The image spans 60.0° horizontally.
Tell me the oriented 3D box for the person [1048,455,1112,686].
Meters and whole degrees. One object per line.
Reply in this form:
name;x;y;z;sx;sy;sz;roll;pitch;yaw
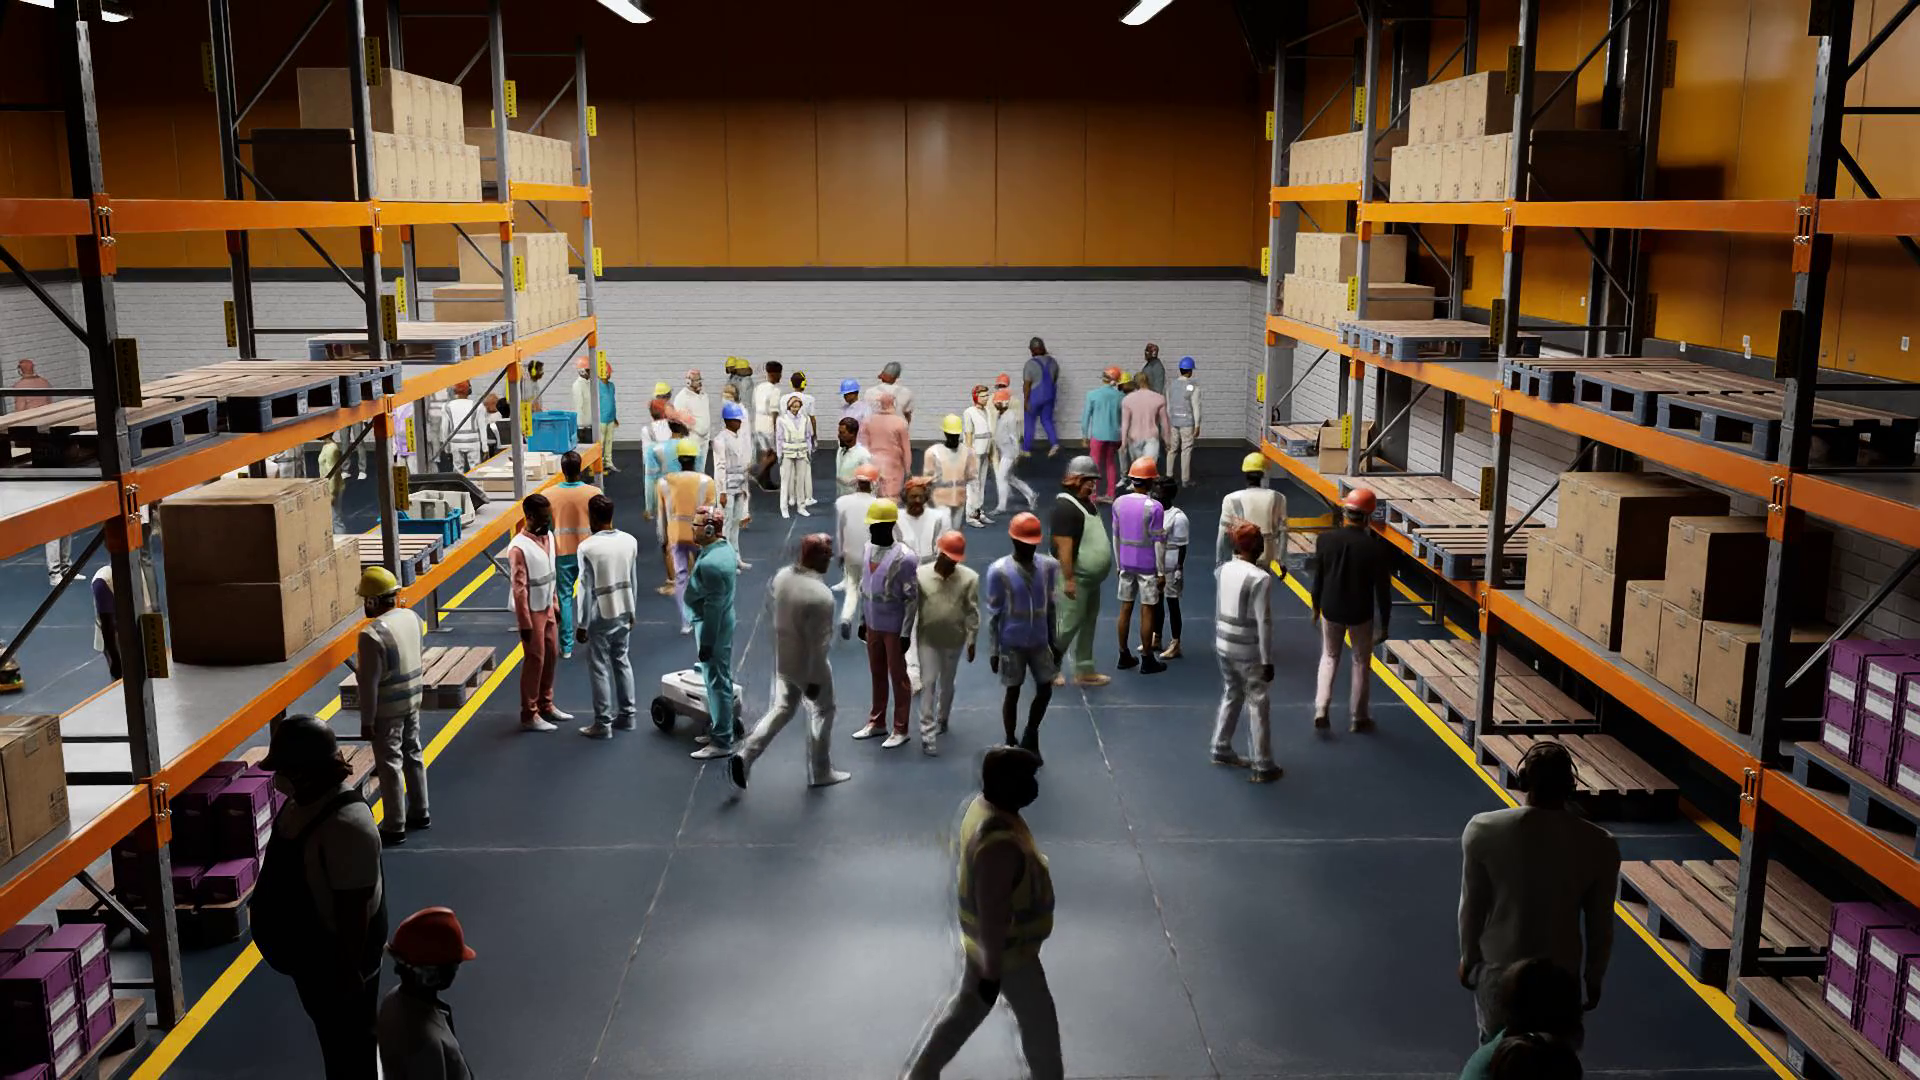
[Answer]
person;0.994;0.263;14.311;0.621;2.000;0.772;5;12;24

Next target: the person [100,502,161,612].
person;-8.426;-0.134;16.853;0.410;1.830;0.572;7;13;33

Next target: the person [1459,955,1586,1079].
person;1.673;2.163;5.052;0.365;1.938;0.634;10;15;40

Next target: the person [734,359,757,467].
person;-3.440;-2.033;26.599;0.324;1.737;0.483;1;11;4

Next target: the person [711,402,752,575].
person;-2.576;-0.587;18.804;0.400;1.949;0.605;4;12;19

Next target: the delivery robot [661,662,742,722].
delivery robot;-2.034;1.206;13.088;0.477;0.478;0.707;-11;16;-43

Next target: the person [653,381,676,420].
person;-4.032;-1.315;22.947;0.329;1.764;0.531;-2;11;-9

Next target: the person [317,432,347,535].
person;-7.256;-0.562;19.172;0.333;1.761;0.527;-4;12;-20

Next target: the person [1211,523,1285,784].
person;2.070;0.800;12.095;0.397;1.855;0.655;-5;13;-26

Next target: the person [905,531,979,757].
person;-0.155;0.745;12.789;0.601;1.702;0.849;-1;11;-4

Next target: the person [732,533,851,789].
person;-1.177;0.877;11.673;0.822;1.868;0.692;-9;15;-39

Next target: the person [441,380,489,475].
person;-6.565;-1.214;22.114;0.584;1.882;0.347;-1;11;-6

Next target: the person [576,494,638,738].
person;-2.746;0.590;13.025;0.404;1.906;0.598;7;13;31

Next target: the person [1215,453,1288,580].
person;2.665;0.131;15.369;0.616;1.876;0.958;-1;11;-7

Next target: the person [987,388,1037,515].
person;0.719;-1.198;22.439;0.705;1.728;0.585;-3;12;-16

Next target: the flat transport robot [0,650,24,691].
flat transport robot;-8.670;1.103;14.557;0.652;0.197;1.431;-8;14;-35

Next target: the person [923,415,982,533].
person;-0.051;-0.390;17.948;0.617;1.888;0.899;-4;12;-21

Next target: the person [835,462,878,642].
person;-0.919;0.137;15.705;0.577;1.732;0.494;4;12;18

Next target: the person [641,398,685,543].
person;-3.552;-0.809;20.179;0.586;1.850;0.813;-5;12;-23

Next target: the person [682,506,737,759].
person;-1.878;0.685;12.526;0.408;1.913;0.642;0;11;-2

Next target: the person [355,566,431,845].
person;-3.711;1.068;10.831;0.403;1.824;0.596;3;12;15

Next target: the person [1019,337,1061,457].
person;1.325;-2.367;27.502;0.696;2.000;0.717;-6;13;-29

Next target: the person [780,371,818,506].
person;-2.237;-1.405;23.118;0.538;1.866;0.313;1;11;5

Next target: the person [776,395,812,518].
person;-2.220;-1.117;22.246;0.511;1.640;0.308;-7;13;-30

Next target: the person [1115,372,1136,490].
person;2.439;-1.609;24.489;0.324;1.729;0.492;-10;15;-40

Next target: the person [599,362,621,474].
person;-5.520;-1.909;25.920;0.327;1.753;0.563;5;13;26

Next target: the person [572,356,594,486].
person;-5.434;-1.681;24.181;0.400;1.990;0.622;0;11;-1

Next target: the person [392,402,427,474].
person;-7.091;-1.134;21.336;0.605;2.034;0.392;8;14;33

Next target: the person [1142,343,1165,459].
person;3.128;-2.287;27.424;0.409;1.913;0.648;-3;12;-14

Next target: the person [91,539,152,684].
person;-6.061;0.802;12.099;0.390;1.846;0.564;-1;11;-3

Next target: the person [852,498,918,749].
person;-0.576;0.630;12.757;0.370;1.929;0.585;-11;16;-44

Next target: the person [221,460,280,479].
person;-7.215;-0.173;17.011;0.560;1.838;0.393;-7;13;-30
